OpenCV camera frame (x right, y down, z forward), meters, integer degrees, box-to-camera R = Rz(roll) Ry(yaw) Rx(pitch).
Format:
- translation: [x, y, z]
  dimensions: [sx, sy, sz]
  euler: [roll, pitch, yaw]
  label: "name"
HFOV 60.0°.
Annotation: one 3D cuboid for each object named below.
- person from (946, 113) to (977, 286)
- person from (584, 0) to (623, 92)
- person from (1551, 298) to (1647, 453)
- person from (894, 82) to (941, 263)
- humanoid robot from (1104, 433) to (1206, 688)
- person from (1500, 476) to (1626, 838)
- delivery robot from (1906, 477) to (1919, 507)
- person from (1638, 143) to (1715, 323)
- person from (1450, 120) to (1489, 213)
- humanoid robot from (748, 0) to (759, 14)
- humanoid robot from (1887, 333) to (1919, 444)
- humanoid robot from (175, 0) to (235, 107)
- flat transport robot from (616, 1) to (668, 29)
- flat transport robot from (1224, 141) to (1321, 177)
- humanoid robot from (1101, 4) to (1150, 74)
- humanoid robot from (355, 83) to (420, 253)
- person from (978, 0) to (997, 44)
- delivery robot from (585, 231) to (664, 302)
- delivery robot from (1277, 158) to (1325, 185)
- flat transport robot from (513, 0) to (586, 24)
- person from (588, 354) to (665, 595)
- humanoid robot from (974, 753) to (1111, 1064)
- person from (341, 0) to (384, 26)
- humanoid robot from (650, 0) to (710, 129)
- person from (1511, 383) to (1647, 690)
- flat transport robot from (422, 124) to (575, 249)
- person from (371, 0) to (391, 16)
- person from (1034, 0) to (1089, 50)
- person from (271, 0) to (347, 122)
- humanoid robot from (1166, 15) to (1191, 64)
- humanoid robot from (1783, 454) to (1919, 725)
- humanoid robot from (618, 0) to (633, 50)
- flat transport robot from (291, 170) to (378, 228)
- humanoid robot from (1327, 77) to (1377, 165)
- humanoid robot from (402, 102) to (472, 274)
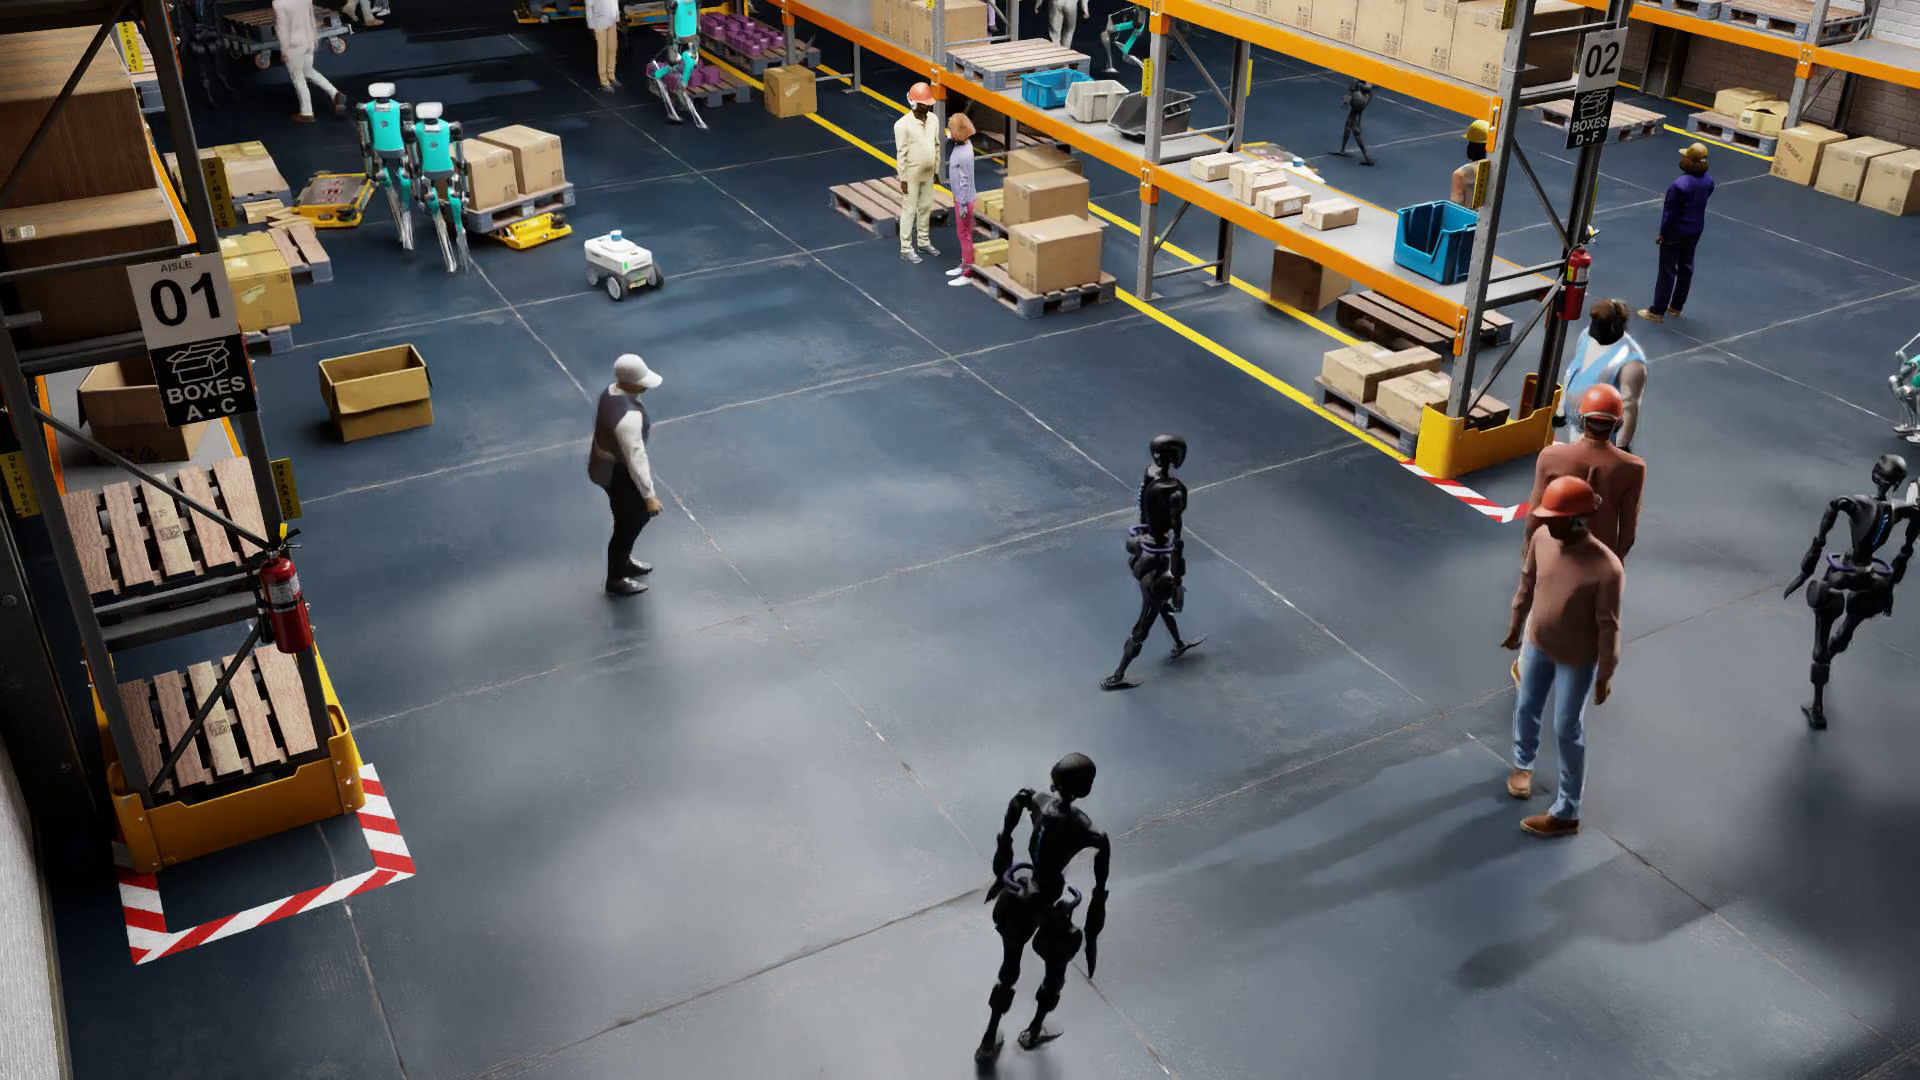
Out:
- translation: [0.013, -3.196, 15.612]
  dimensions: [0.280, 1.628, 0.501]
  euler: [-3, 30, -5]
  label: "person"
- translation: [-4.641, -6.760, 21.710]
  dimensions: [0.391, 1.748, 0.581]
  euler: [17, 34, 27]
  label: "person"
- translation: [4.207, -0.770, 11.198]
  dimensions: [0.580, 1.822, 0.627]
  euler: [-4, 30, -6]
  label: "person"
- translation: [-0.384, -3.569, 16.144]
  dimensions: [0.554, 1.743, 0.346]
  euler: [-26, 39, -38]
  label: "person"
- translation: [1.205, 0.111, 9.832]
  dimensions: [0.749, 1.625, 0.598]
  euler: [-9, 31, -15]
  label: "humanoid robot"
- translation: [3.128, 0.580, 8.726]
  dimensions: [0.470, 1.958, 0.734]
  euler: [-15, 33, -24]
  label: "person"
- translation: [7.004, -0.287, 11.622]
  dimensions: [0.499, 0.594, 0.778]
  euler: [6, 30, 11]
  label: "delivery robot"
- translation: [6.404, -2.739, 14.815]
  dimensions: [0.450, 1.623, 0.333]
  euler: [-15, 33, -24]
  label: "person"
- translation: [4.393, -2.678, 14.409]
  dimensions: [0.585, 1.927, 0.360]
  euler: [-17, 34, -28]
  label: "person"
- translation: [-3.295, -8.906, 25.438]
  dimensions: [0.705, 1.795, 0.530]
  euler: [1, 30, 2]
  label: "humanoid robot"
- translation: [7.395, -1.541, 12.523]
  dimensions: [0.732, 1.695, 0.530]
  euler: [-3, 30, -5]
  label: "humanoid robot"
- translation: [-9.539, -6.286, 20.944]
  dimensions: [0.441, 1.649, 0.606]
  euler: [23, 37, 34]
  label: "humanoid robot"
- translation: [-4.716, -8.004, 25.344]
  dimensions: [1.431, 0.231, 0.659]
  euler: [-16, 33, -25]
  label: "flat transport robot"
- translation: [3.457, -4.208, 18.734]
  dimensions: [0.659, 0.231, 1.431]
  euler: [-9, 31, -15]
  label: "flat transport robot"
- translation: [2.217, -6.903, 22.004]
  dimensions: [1.078, 1.716, 0.548]
  euler: [5, 30, 9]
  label: "humanoid robot"
- translation: [-5.525, -3.653, 16.276]
  dimensions: [0.558, 1.720, 0.999]
  euler: [-5, 30, -9]
  label: "humanoid robot"
- translation: [0.246, -6.753, 21.529]
  dimensions: [0.410, 1.902, 0.638]
  euler: [-24, 37, -35]
  label: "person"
- translation: [-3.196, -2.597, 15.662]
  dimensions: [0.817, 0.614, 0.499]
  euler: [26, 39, 38]
  label: "delivery robot"
- translation: [3.561, -3.751, 17.638]
  dimensions: [0.499, 0.580, 0.776]
  euler: [-10, 31, -17]
  label: "delivery robot"
- translation: [-6.122, -8.157, 25.610]
  dimensions: [1.431, 0.231, 0.659]
  euler: [-10, 31, -17]
  label: "flat transport robot"
- translation: [-2.118, -0.410, 10.664]
  dimensions: [0.540, 1.720, 0.771]
  euler: [-8, 31, -13]
  label: "person"
- translation: [0.326, 1.630, 7.196]
  dimensions: [0.633, 1.638, 0.506]
  euler: [18, 34, 28]
  label: "humanoid robot"
- translation: [-9.034, -8.620, 24.846]
  dimensions: [0.485, 1.826, 0.647]
  euler: [-10, 31, -18]
  label: "person"
- translation: [-3.465, -5.875, 20.183]
  dimensions: [0.828, 1.799, 0.543]
  euler: [21, 36, 32]
  label: "humanoid robot"
- translation: [3.571, 0.025, 9.641]
  dimensions: [0.607, 1.990, 0.382]
  euler: [9, 31, 14]
  label: "person"
- translation: [-4.740, -3.318, 17.186]
  dimensions: [1.431, 0.231, 0.659]
  euler: [22, 37, 34]
  label: "flat transport robot"
- translation: [-9.053, -8.911, 25.548]
  dimensions: [0.508, 1.632, 0.271]
  euler: [26, 39, 38]
  label: "person"
- translation: [1.375, -7.207, 22.359]
  dimensions: [0.747, 1.846, 0.811]
  euler: [3, 30, 5]
  label: "person"
- translation: [-7.988, -6.028, 20.263]
  dimensions: [0.653, 1.917, 0.635]
  euler: [8, 31, 14]
  label: "person"
- translation: [2.988, -7.388, 22.858]
  dimensions: [0.369, 1.643, 0.608]
  euler: [12, 32, 19]
  label: "humanoid robot"
- translation: [5.130, 0.220, 9.650]
  dimensions: [0.594, 1.629, 0.739]
  euler: [4, 30, 6]
  label: "humanoid robot"
- translation: [-4.926, -7.701, 23.416]
  dimensions: [0.609, 1.639, 0.506]
  euler: [-8, 31, -13]
  label: "humanoid robot"
- translation: [-6.666, -3.637, 17.740]
  dimensions: [0.659, 0.231, 1.431]
  euler: [-4, 30, -7]
  label: "flat transport robot"
- translation: [4.525, -5.118, 18.936]
  dimensions: [0.614, 1.640, 0.596]
  euler: [15, 33, 24]
  label: "humanoid robot"
- translation: [-4.887, -3.265, 15.746]
  dimensions: [0.543, 1.877, 0.815]
  euler: [-7, 31, -13]
  label: "humanoid robot"
